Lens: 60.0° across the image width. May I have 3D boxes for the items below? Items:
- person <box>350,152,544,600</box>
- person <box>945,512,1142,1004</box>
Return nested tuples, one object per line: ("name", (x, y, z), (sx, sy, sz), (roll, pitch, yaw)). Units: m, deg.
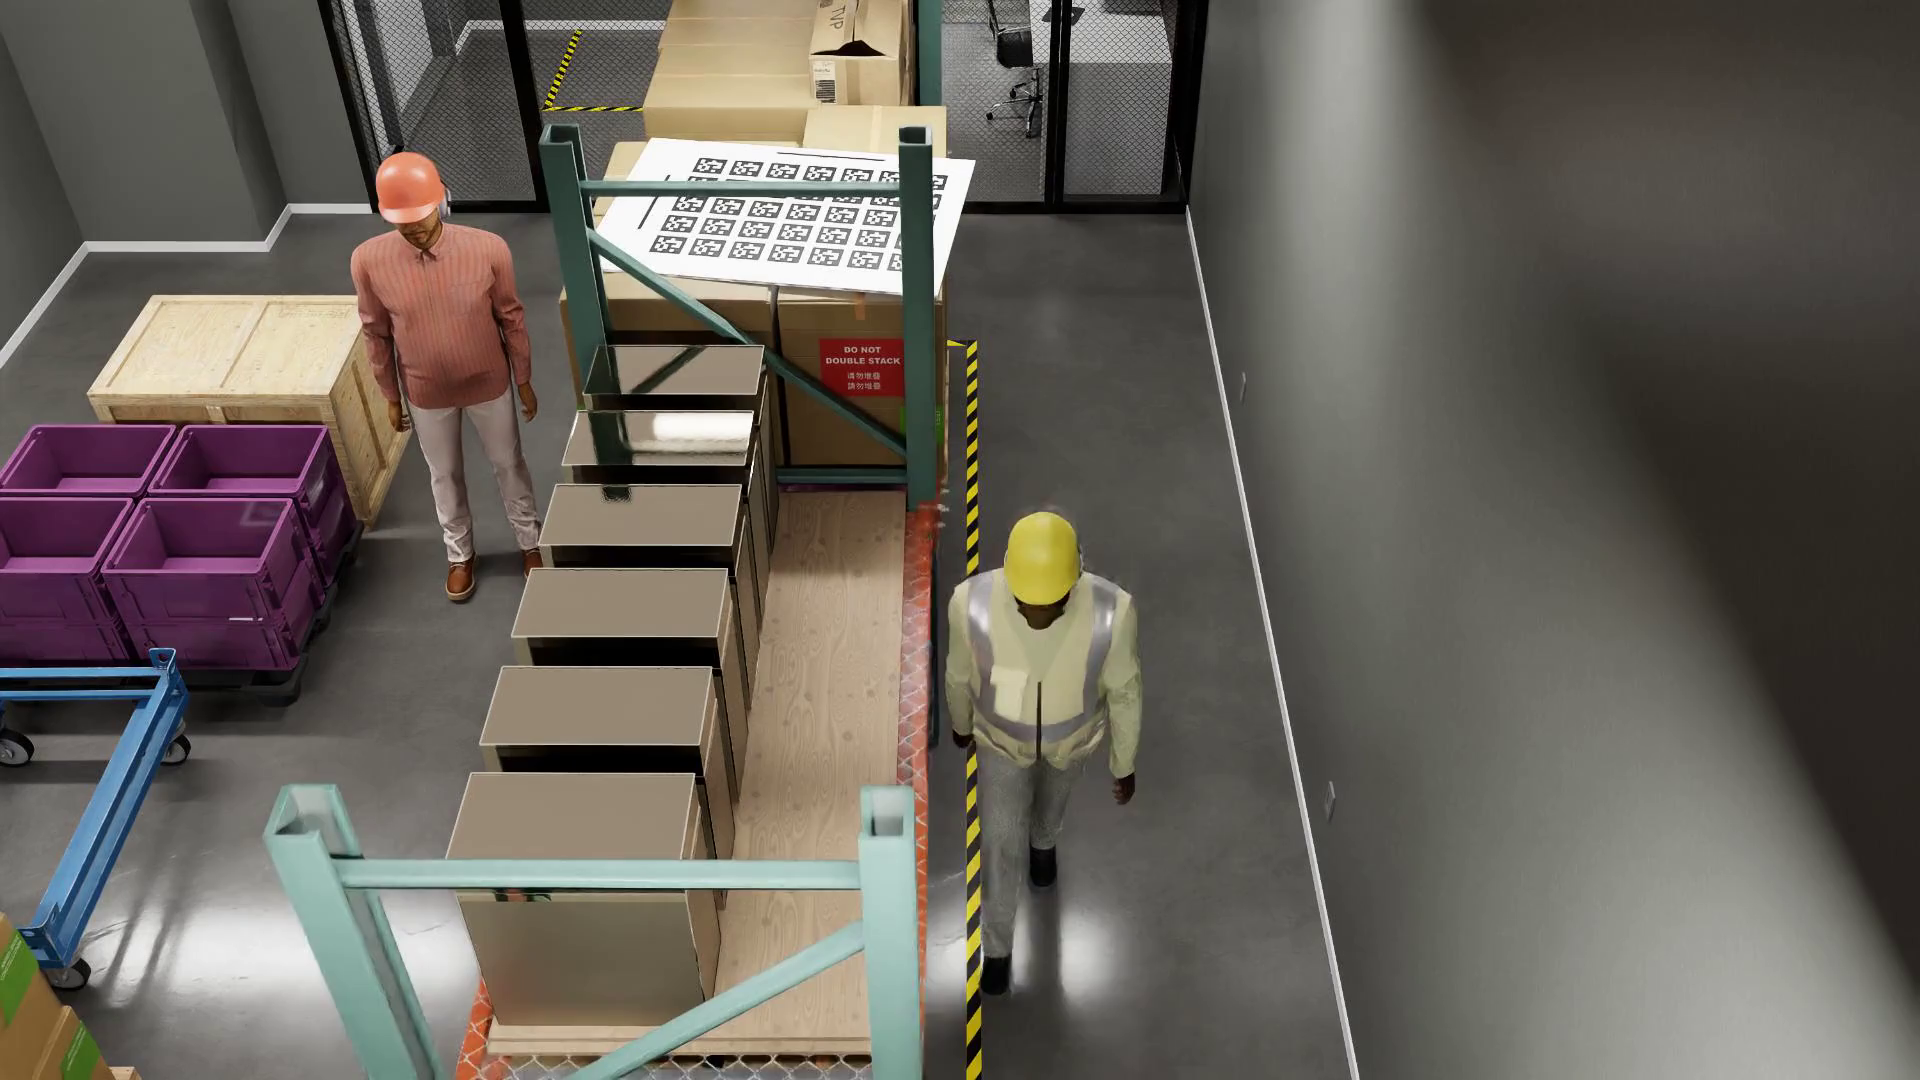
("person", (-1.979, -0.618, 6.551), (0.611, 1.995, 0.381), (-10, 42, -11))
("person", (0.255, 0.667, 5.225), (0.615, 1.790, 0.871), (1, 41, 1))
